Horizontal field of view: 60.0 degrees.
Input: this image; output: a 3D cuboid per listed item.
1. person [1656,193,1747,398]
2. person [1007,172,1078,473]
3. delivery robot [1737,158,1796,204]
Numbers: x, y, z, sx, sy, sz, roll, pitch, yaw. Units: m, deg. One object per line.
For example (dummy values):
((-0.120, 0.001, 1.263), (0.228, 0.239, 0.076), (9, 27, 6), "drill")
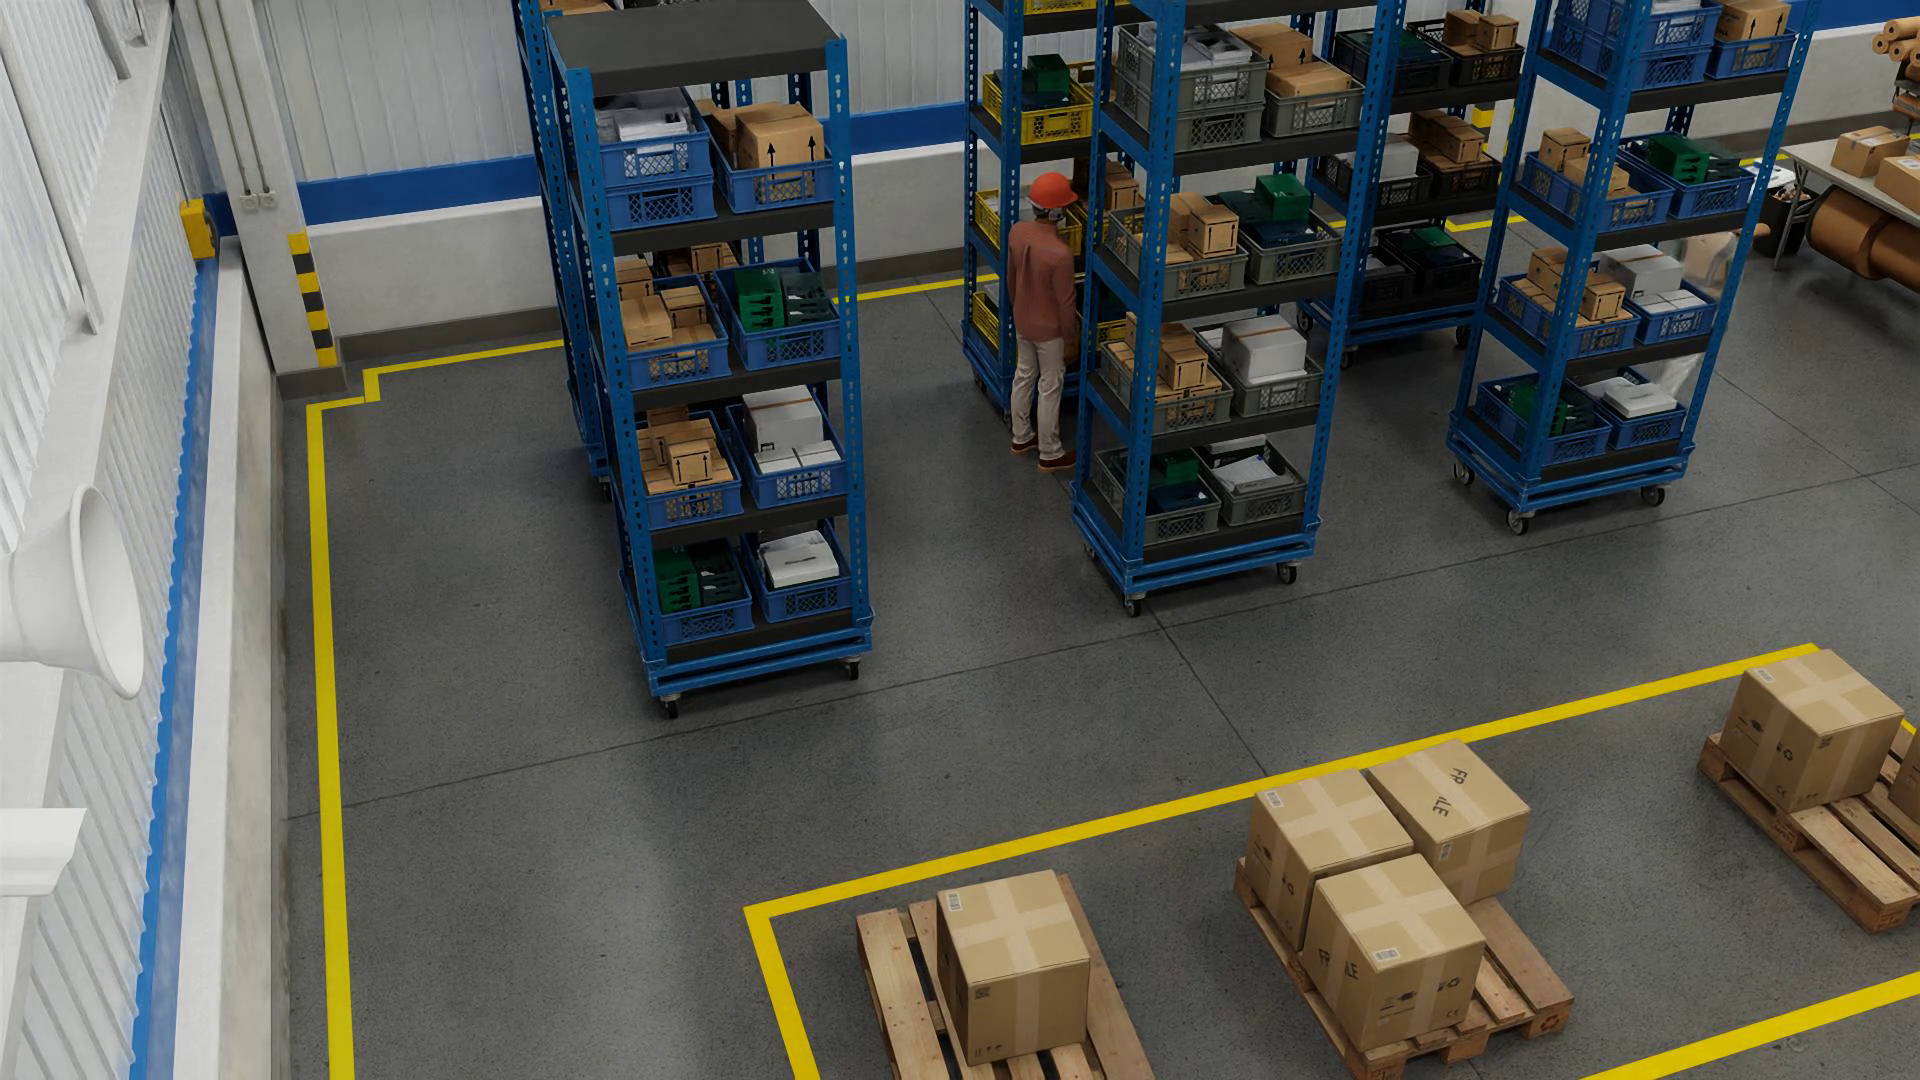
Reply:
((4.818, -1.522, 11.044), (0.650, 1.601, 0.563), (-19, 39, -25), "person")
((0.535, -1.363, 10.480), (0.377, 1.995, 0.608), (-23, 41, -29), "person")
((6.619, -2.938, 13.874), (0.707, 0.478, 0.477), (-20, 40, -27), "delivery robot")
